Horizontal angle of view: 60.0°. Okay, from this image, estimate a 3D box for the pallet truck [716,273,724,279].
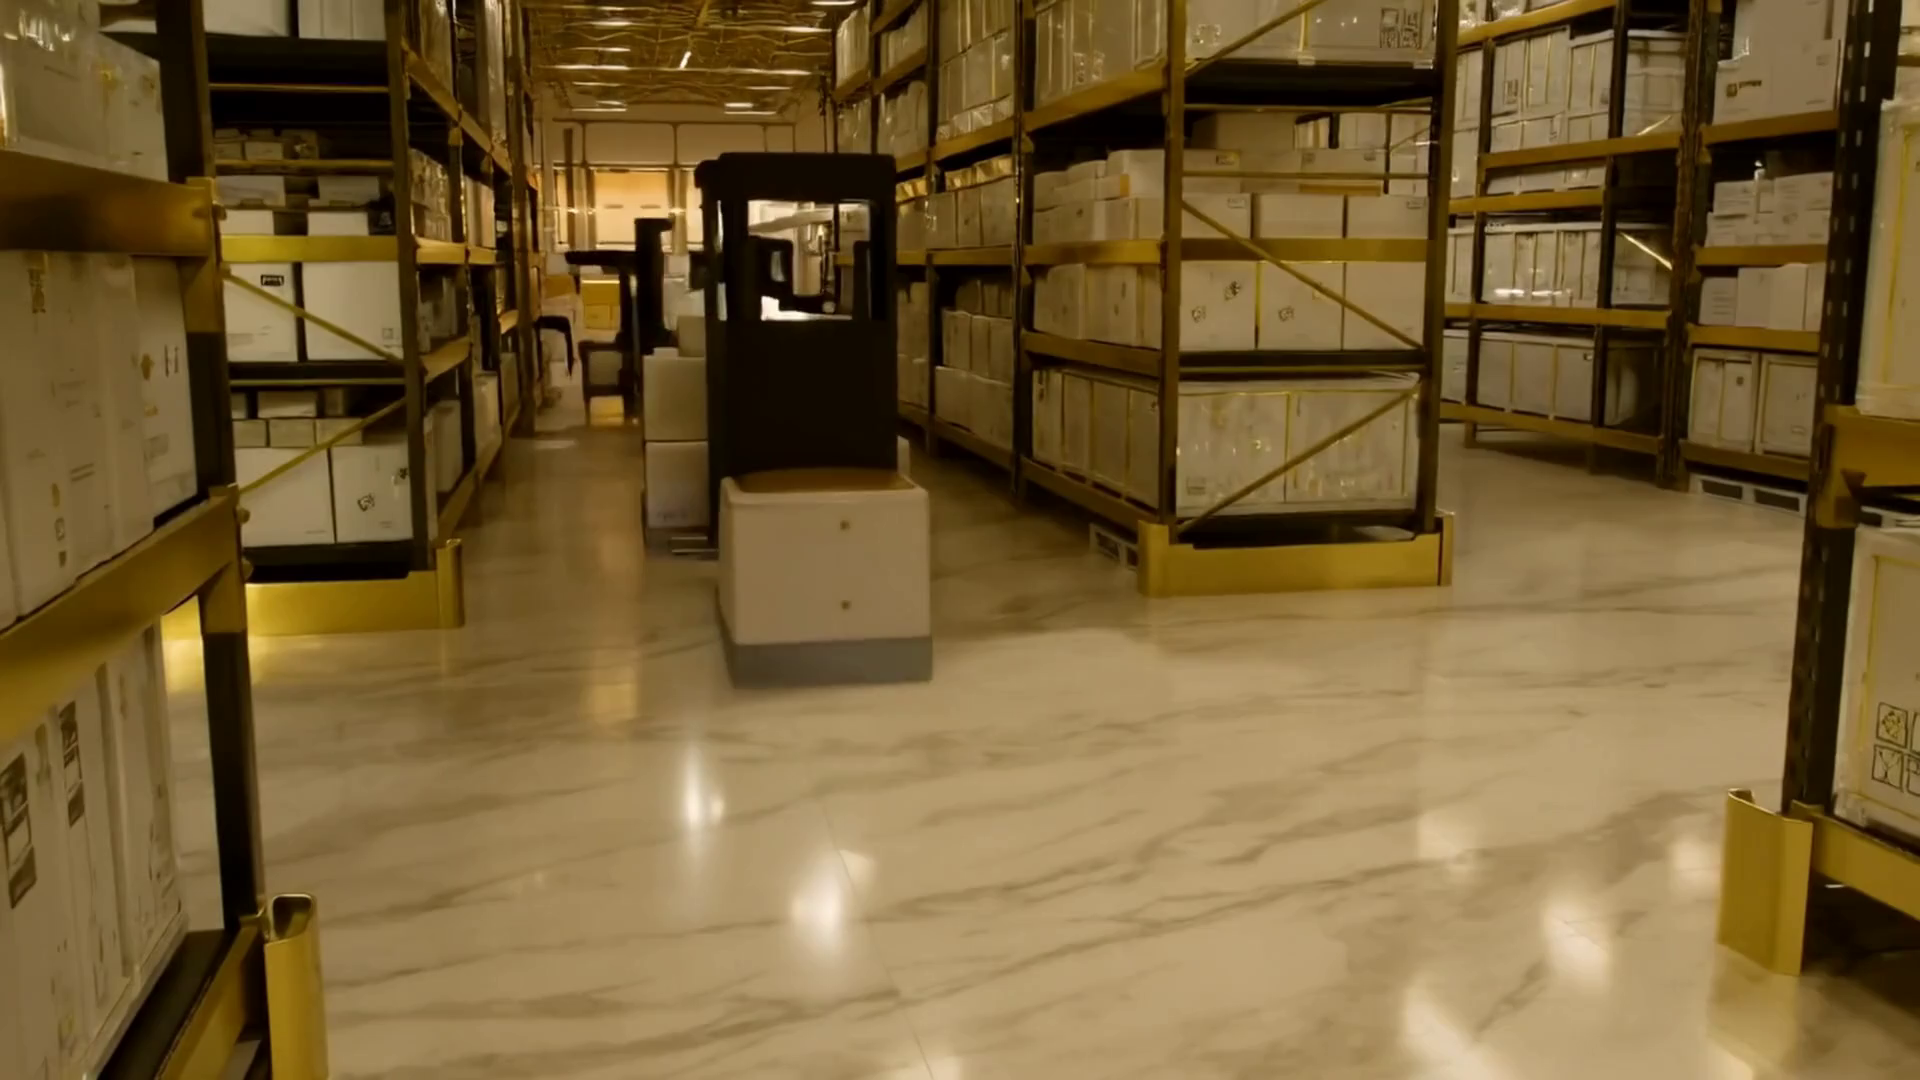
[{"bbox_3d":[-8.580,-8.986,62.280,1.885,1.965,0.823,1,9,5],"label":"pallet truck"}]

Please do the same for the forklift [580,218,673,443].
[{"bbox_3d":[-3.910,-2.677,21.141,1.873,2.768,1.129,-2,10,-12],"label":"forklift"}]

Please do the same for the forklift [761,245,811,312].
[{"bbox_3d":[-5.040,-6.785,46.180,1.129,2.768,1.873,5,11,29],"label":"forklift"}]

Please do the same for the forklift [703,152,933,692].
[{"bbox_3d":[-0.831,-0.718,9.198,1.129,2.768,1.873,-2,10,-12],"label":"forklift"}]
